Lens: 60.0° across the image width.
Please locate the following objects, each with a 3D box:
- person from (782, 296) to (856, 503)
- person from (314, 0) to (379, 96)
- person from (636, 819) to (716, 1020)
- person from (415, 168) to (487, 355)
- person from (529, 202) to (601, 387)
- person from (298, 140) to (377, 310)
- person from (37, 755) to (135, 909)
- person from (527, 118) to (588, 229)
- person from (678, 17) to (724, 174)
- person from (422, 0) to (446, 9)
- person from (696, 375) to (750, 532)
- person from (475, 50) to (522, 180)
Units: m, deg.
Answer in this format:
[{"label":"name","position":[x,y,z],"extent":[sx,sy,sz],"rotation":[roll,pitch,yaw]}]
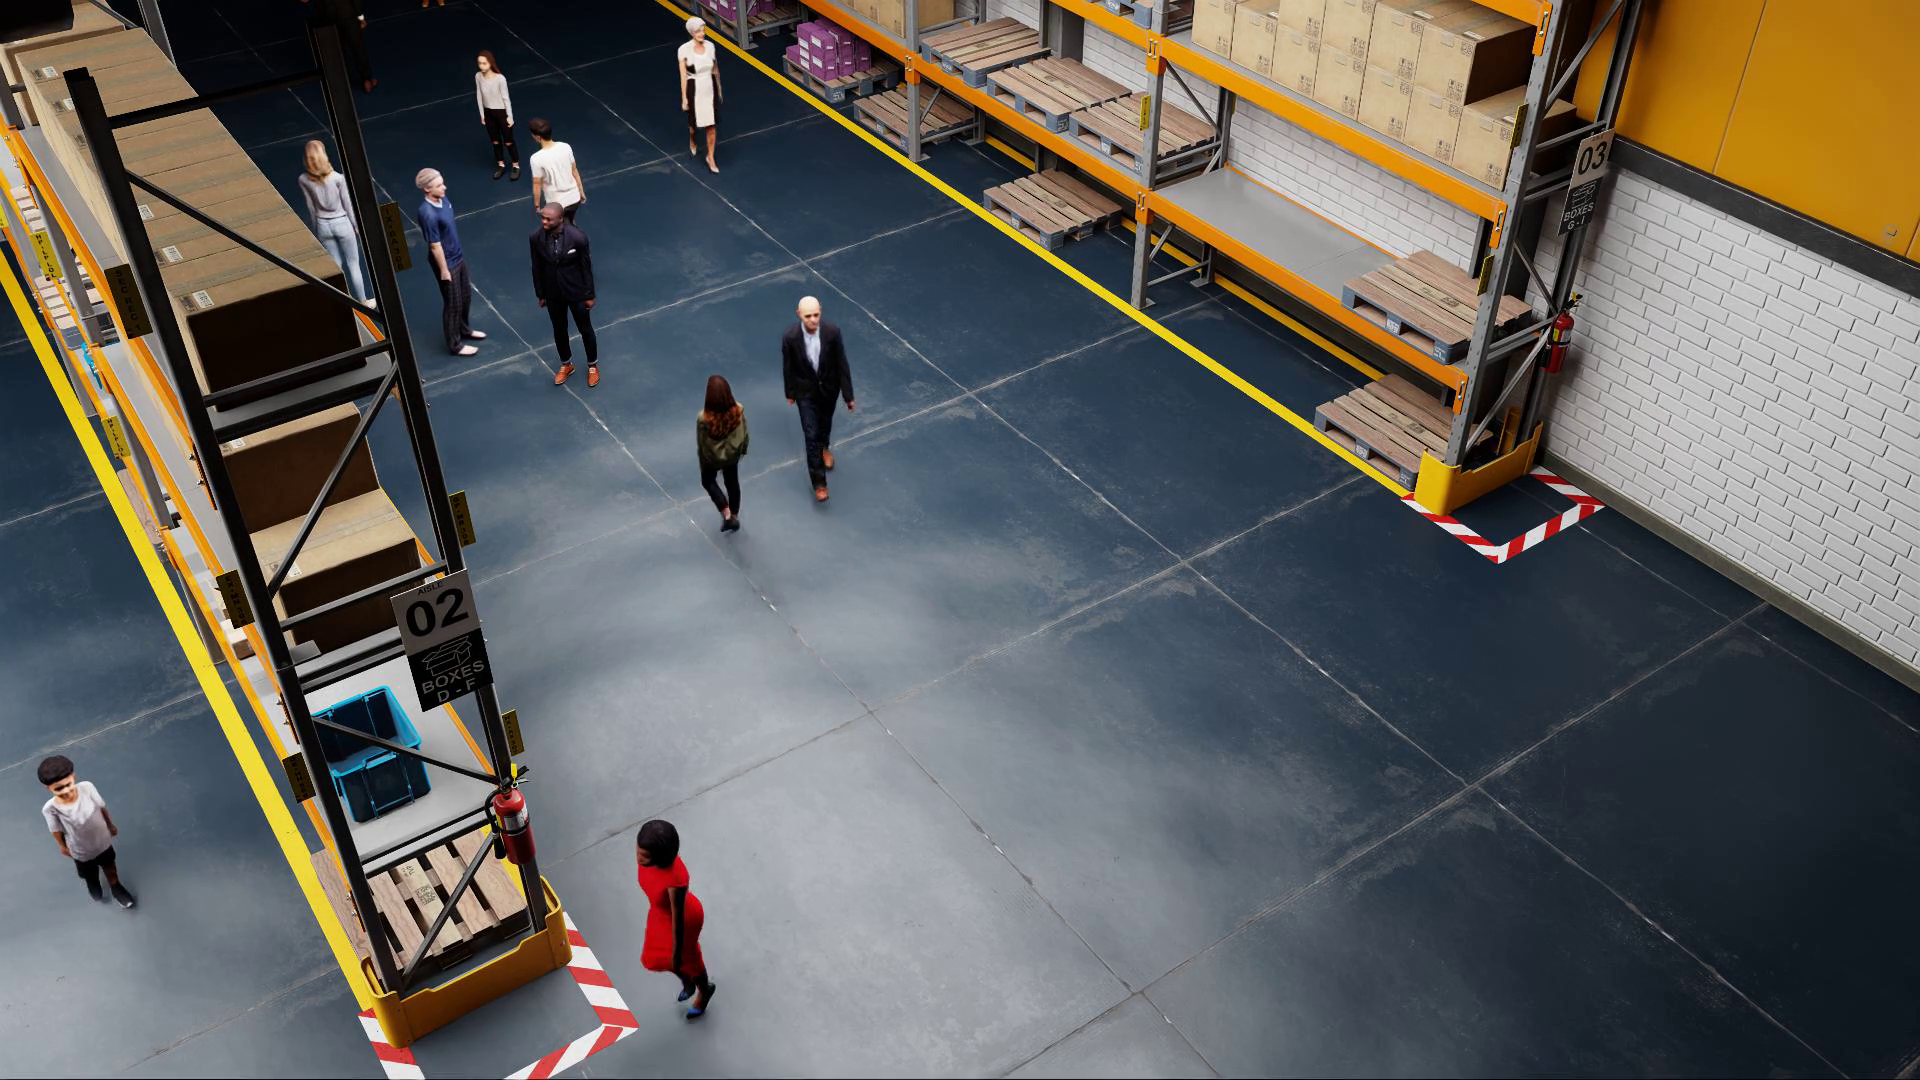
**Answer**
[{"label":"person","position":[-1.196,-1.285,13.854],"extent":[0.984,1.756,1.260],"rotation":[-9,39,-11]},{"label":"person","position":[-7.468,-6.318,20.038],"extent":[0.786,1.904,0.759],"rotation":[-8,39,-10]},{"label":"person","position":[-1.559,2.159,9.564],"extent":[0.687,1.728,0.579],"rotation":[-28,46,-30]},{"label":"person","position":[-4.760,-2.586,15.397],"extent":[0.793,1.863,0.694],"rotation":[2,39,2]},{"label":"person","position":[-3.540,-2.231,14.990],"extent":[0.785,1.817,0.819],"rotation":[2,39,3]},{"label":"person","position":[-5.987,-2.978,15.944],"extent":[0.667,1.794,0.689],"rotation":[0,39,-1]},{"label":"person","position":[-5.490,1.795,10.402],"extent":[0.631,1.251,0.547],"rotation":[30,48,32]},{"label":"person","position":[-3.907,-3.358,16.498],"extent":[0.735,1.696,0.789],"rotation":[-32,48,-33]},{"label":"person","position":[-2.906,-4.955,18.461],"extent":[0.652,1.742,0.802],"rotation":[-22,43,-25]},{"label":"person","position":[-7.228,-7.822,22.447],"extent":[0.555,1.246,0.558],"rotation":[-9,40,-12]},{"label":"person","position":[-1.873,-0.642,13.279],"extent":[0.626,1.468,0.652],"rotation":[-20,43,-23]},{"label":"person","position":[-5.108,-4.707,18.358],"extent":[0.594,1.482,0.656],"rotation":[7,39,8]}]
